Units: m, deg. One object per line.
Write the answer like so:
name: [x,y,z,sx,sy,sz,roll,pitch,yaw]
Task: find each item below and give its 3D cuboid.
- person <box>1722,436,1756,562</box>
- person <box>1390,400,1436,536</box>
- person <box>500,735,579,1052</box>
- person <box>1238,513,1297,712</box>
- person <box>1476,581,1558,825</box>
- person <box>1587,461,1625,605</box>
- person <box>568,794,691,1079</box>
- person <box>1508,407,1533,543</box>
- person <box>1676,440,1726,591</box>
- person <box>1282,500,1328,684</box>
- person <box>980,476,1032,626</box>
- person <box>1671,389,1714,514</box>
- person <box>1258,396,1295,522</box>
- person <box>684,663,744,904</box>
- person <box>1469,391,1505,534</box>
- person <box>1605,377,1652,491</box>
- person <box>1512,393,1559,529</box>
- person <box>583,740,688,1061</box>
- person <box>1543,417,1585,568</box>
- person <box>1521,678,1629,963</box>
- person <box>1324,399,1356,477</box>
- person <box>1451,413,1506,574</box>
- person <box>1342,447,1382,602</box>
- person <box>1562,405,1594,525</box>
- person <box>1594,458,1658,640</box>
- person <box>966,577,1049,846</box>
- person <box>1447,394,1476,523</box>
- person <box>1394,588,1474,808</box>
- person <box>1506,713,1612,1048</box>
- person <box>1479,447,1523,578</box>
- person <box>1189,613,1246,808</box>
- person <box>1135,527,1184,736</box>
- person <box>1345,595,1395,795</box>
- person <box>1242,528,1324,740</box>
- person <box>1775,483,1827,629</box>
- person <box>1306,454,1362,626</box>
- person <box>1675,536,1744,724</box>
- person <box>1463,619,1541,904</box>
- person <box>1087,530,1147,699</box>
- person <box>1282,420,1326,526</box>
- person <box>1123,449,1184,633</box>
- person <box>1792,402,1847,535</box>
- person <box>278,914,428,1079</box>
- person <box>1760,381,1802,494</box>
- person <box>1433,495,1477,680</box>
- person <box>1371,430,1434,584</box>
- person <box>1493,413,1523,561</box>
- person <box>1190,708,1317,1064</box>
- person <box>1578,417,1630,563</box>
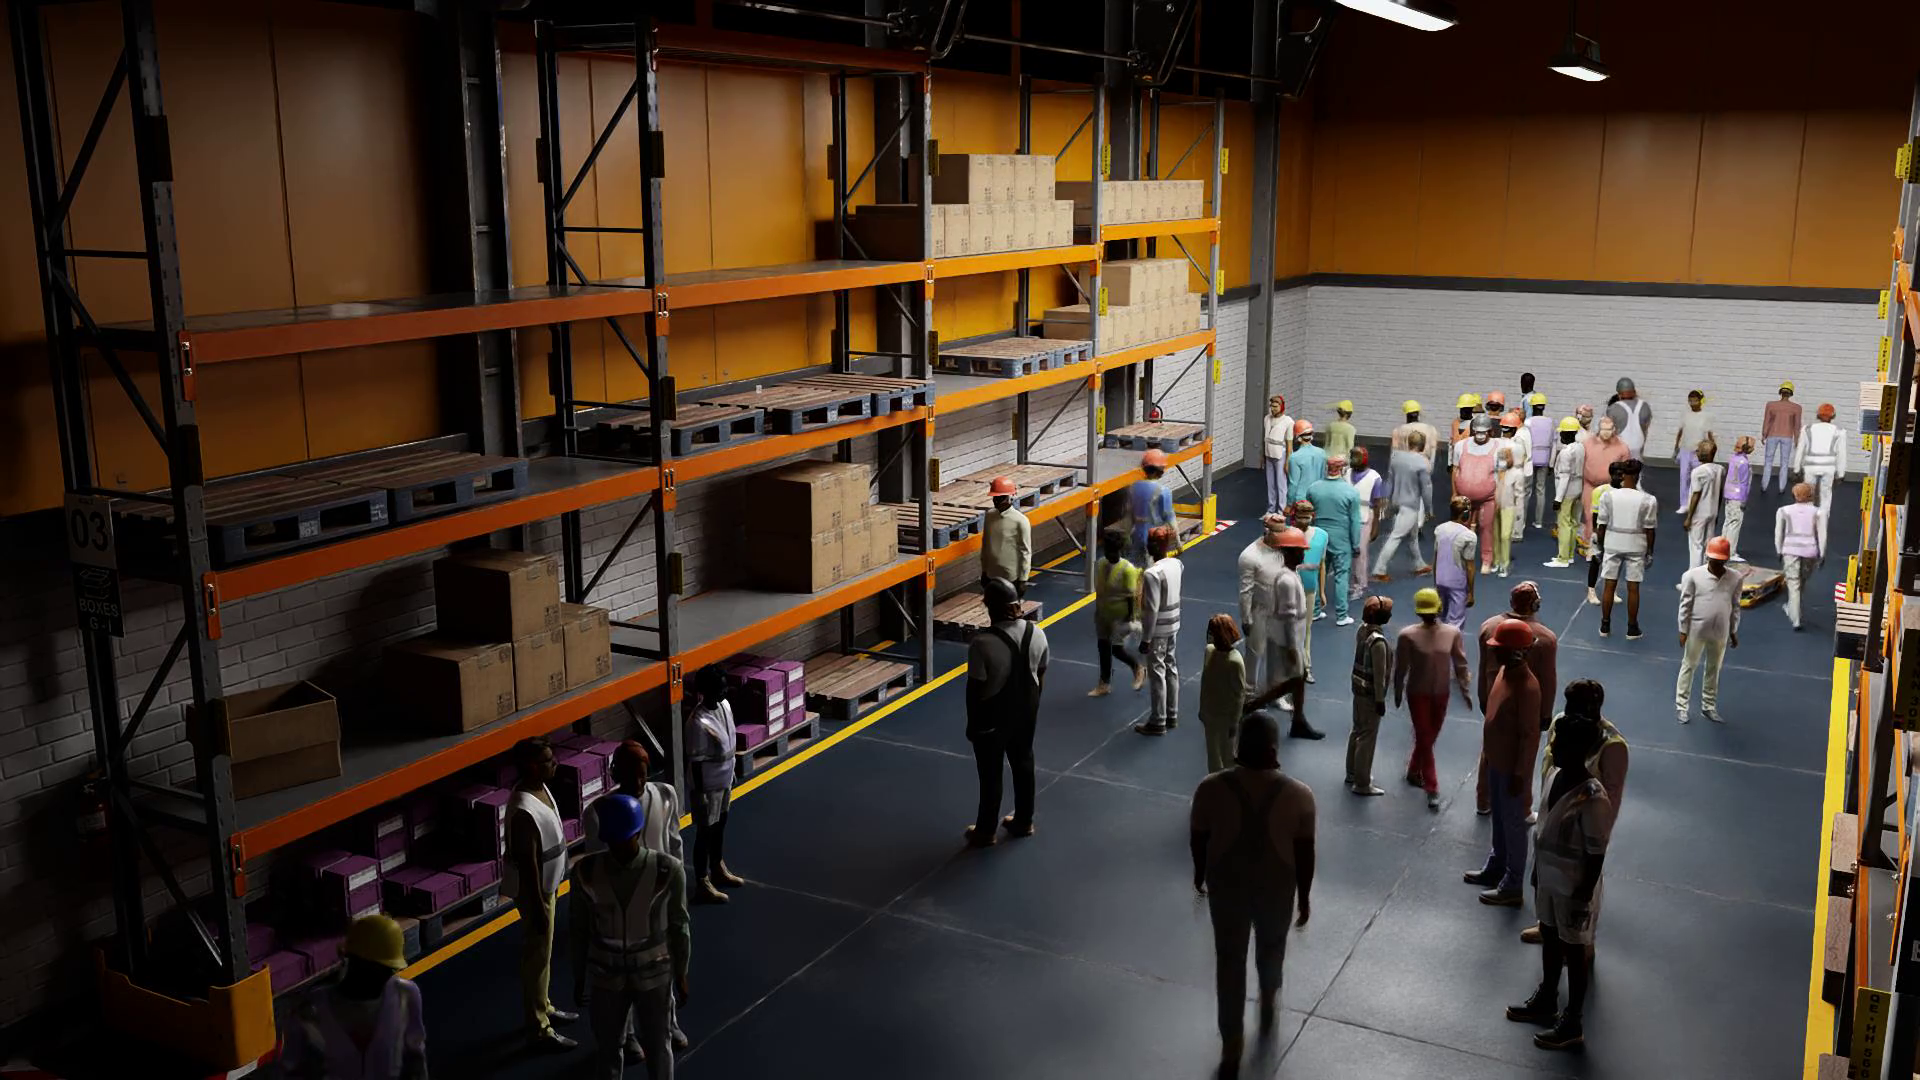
person: [10.018,-0.533,21.426,0.314,1.631,0.524,2,13,8]
person: [6.169,-0.960,22.726,0.614,1.897,0.464,1,13,6]
person: [-2.429,2.009,9.544,0.389,1.850,0.566,-2,13,-10]
person: [2.869,0.684,15.373,0.644,1.900,0.399,-6,14,-27]
person: [4.306,1.249,12.856,0.394,1.899,0.642,-11,17,-41]
person: [7.541,-0.087,19.282,0.529,1.694,0.321,-3,13,-15]
person: [-1.677,2.203,8.454,0.615,1.945,0.404,-1,13,-3]
person: [7.544,-0.875,22.473,0.374,1.840,0.569,5,13,20]
person: [8.834,-0.278,19.798,0.520,1.843,0.331,-6,14,-25]
person: [3.312,0.501,16.322,0.563,1.838,0.390,-1,13,-5]
person: [0.435,0.343,16.675,0.622,1.993,0.382,12,17,43]
person: [10.772,-1.306,24.425,0.534,1.842,0.524,-12,17,-43]
person: [4.536,-1.151,23.730,0.393,1.836,0.560,-7,14,-29]
person: [-1.706,1.661,11.472,0.319,1.690,0.530,4,13,16]
person: [7.237,-1.018,22.707,0.615,2.029,0.409,4,13,19]
person: [9.735,-1.397,24.363,0.693,2.000,0.676,-1,13,-6]
person: [8.061,-1.102,23.339,0.588,1.913,0.398,-1,13,-5]
person: [-1.829,2.026,9.419,0.584,1.878,0.368,-9,16,-36]
person: [7.672,-0.602,21.064,0.368,1.926,0.587,9,16,36]
person: [3.925,1.771,10.630,0.429,1.844,0.625,-5,14,-23]
person: [5.377,-1.138,23.844,0.629,1.746,0.540,-11,17,-41]
person: [6.440,-0.587,20.738,0.684,2.000,0.535,7,14,29]
person: [4.673,-0.194,19.518,0.638,1.818,0.577,-8,15,-32]
person: [8.326,-0.882,22.399,0.402,1.895,0.653,11,17,42]
person: [7.138,0.090,17.868,0.641,1.963,0.364,7,14,29]
person: [0.305,1.258,12.476,0.681,2.000,0.535,-8,15,-33]
person: [7.034,-1.081,23.205,0.369,1.927,0.588,-8,15,-33]
person: [3.782,1.234,13.280,0.570,1.718,0.687,-2,13,-8]
person: [3.477,1.941,9.587,0.367,1.966,0.607,-2,13,-8]
person: [6.682,-0.342,20.621,0.495,1.603,0.722,7,15,30]
person: [2.015,1.364,12.923,0.277,1.633,0.507,-6,14,-24]
person: [1.781,0.807,14.848,0.337,1.882,0.585,8,15,33]
person: [3.321,1.247,13.451,0.312,1.631,0.514,0,13,-2]
person: [2.889,0.840,14.647,0.668,1.908,0.569,4,13,15]
person: [9.300,0.167,18.418,0.507,1.571,0.889,4,13,16]
person: [4.145,-0.004,18.458,0.648,1.900,0.400,11,16,39]
person: [6.820,0.812,15.126,0.564,1.748,0.339,0,13,0]
person: [3.764,1.510,11.452,0.381,1.994,0.622,0,13,0]
person: [1.510,0.702,15.773,0.505,1.675,0.575,-9,16,-36]
person: [4.203,-0.485,20.407,0.611,1.985,0.391,-9,16,-36]
person: [2.133,-0.007,18.256,1.008,1.992,0.610,-9,15,-34]
person: [11.721,-0.936,22.685,0.670,1.863,0.532,7,15,30]
person: [-2.656,2.527,7.184,0.757,1.872,0.362,-8,15,-32]
person: [12.786,-1.597,25.914,0.532,1.754,0.340,6,14,24]
person: [4.889,0.467,16.492,0.349,1.837,0.502,-8,15,-33]
person: [5.447,-0.404,20.307,1.048,1.885,0.617,-5,14,-22]
person: [7.007,-0.680,21.419,0.386,1.929,0.543,-8,15,-33]
person: [1.687,1.897,9.614,0.703,2.000,1.007,2,13,11]
person: [8.352,-0.689,21.627,0.651,1.859,1.006,4,13,18]
